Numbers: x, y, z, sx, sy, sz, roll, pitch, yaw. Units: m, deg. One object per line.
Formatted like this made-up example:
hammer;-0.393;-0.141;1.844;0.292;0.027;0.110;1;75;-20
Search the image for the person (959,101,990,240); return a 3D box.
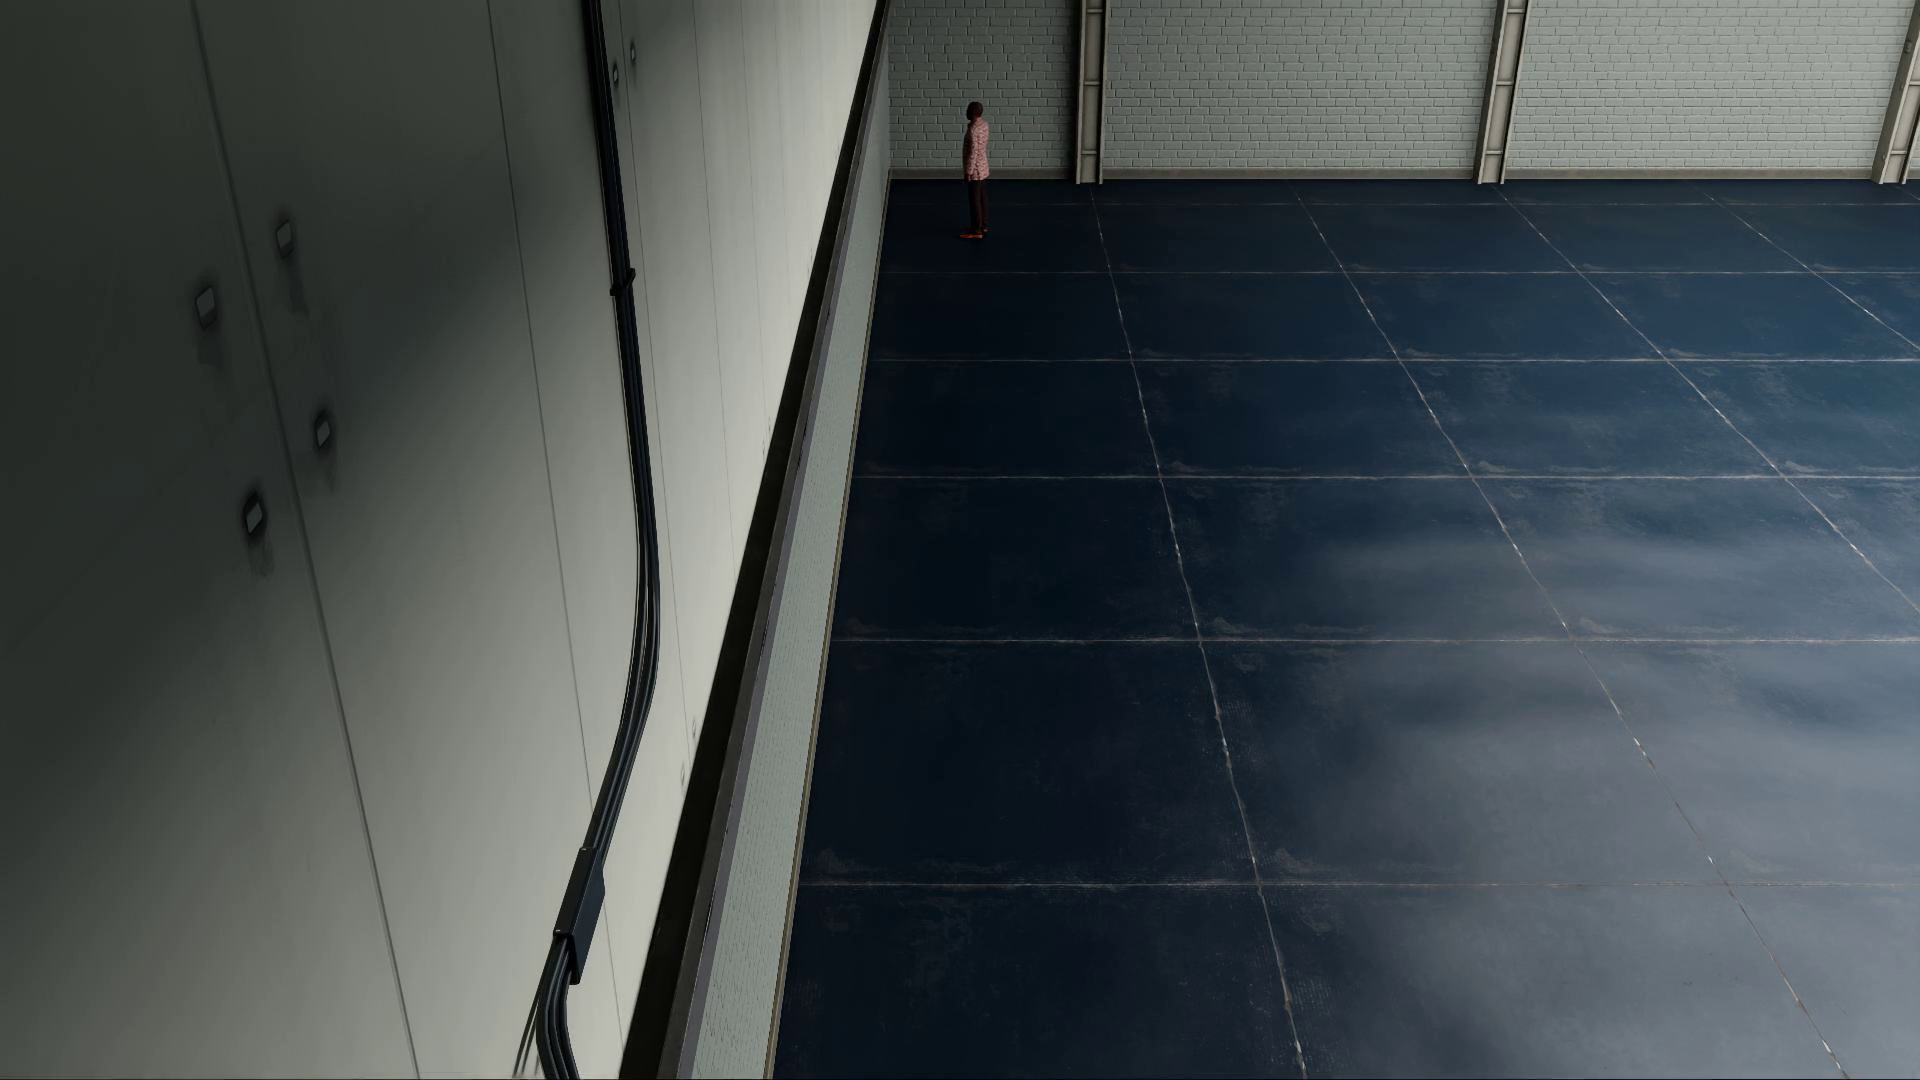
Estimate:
person;0.224;-4.949;22.214;0.713;1.808;0.761;9;29;17
